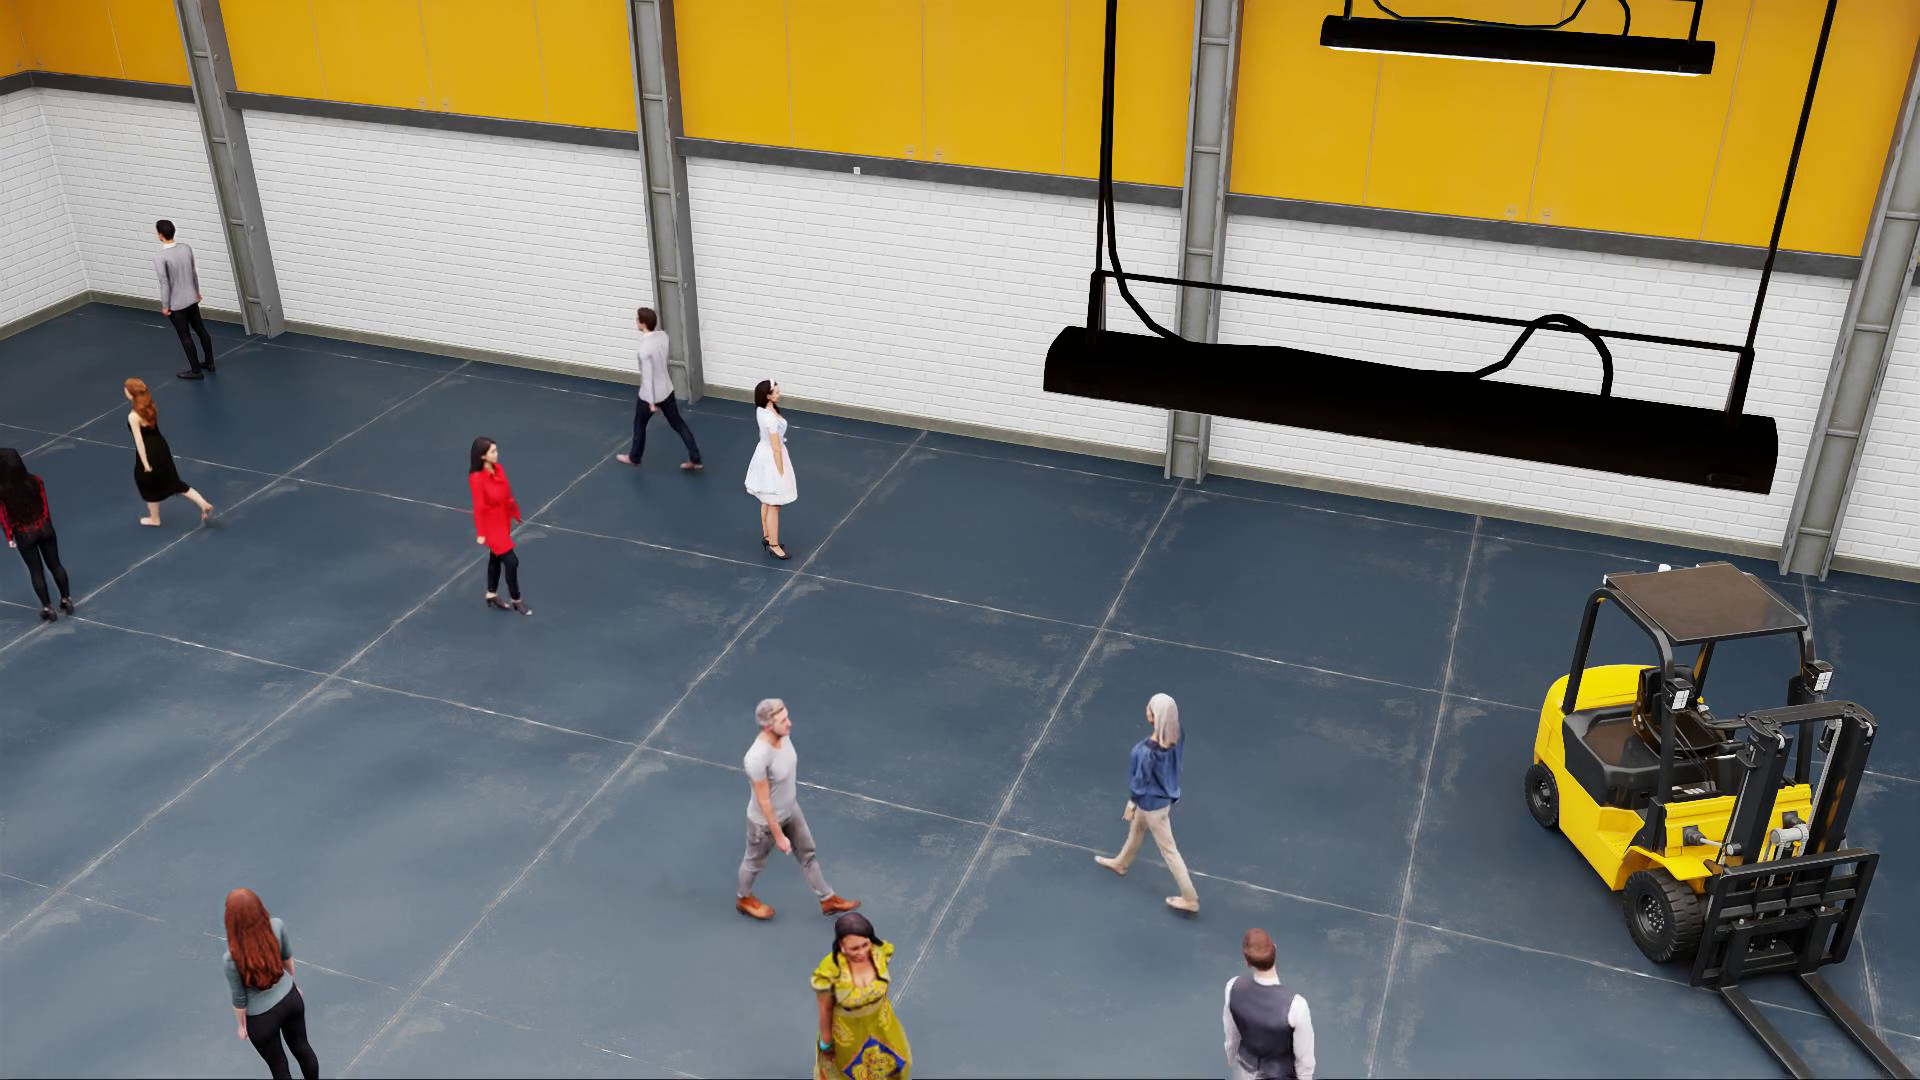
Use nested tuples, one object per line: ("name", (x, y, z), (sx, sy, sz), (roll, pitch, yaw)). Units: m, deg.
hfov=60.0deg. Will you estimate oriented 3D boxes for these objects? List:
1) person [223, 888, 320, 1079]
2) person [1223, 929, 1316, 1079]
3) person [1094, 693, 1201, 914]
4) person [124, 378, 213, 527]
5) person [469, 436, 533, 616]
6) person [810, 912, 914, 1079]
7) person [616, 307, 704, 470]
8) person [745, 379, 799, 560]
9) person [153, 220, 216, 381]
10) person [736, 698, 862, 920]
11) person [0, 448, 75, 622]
("person", (-3.976, 2.713, 9.612), (0.603, 1.743, 0.619), (16, 33, 27))
("person", (1.673, 2.948, 9.008), (0.917, 1.910, 0.732), (-17, 33, -28))
("person", (1.409, 1.828, 11.331), (1.185, 1.650, 0.829), (19, 34, 31))
("person", (-7.802, -0.831, 16.258), (1.035, 1.602, 0.695), (5, 29, 8))
("person", (-4.227, -0.124, 14.826), (0.735, 1.732, 0.660), (7, 29, 13))
("person", (-0.641, 2.764, 9.620), (0.930, 1.646, 0.967), (-18, 34, -30))
("person", (-3.069, -1.519, 17.305), (1.230, 1.807, 0.764), (13, 31, 22))
("person", (-1.779, -0.678, 15.753), (0.914, 1.816, 0.859), (-10, 30, -17))
("person", (-9.170, -2.841, 19.608), (0.593, 1.922, 0.740), (9, 30, 16))
("person", (-1.350, 1.838, 11.170), (1.086, 1.788, 0.686), (10, 30, 18))
("person", (-8.224, -0.058, 14.788), (0.623, 1.651, 0.643), (22, 35, 34))
